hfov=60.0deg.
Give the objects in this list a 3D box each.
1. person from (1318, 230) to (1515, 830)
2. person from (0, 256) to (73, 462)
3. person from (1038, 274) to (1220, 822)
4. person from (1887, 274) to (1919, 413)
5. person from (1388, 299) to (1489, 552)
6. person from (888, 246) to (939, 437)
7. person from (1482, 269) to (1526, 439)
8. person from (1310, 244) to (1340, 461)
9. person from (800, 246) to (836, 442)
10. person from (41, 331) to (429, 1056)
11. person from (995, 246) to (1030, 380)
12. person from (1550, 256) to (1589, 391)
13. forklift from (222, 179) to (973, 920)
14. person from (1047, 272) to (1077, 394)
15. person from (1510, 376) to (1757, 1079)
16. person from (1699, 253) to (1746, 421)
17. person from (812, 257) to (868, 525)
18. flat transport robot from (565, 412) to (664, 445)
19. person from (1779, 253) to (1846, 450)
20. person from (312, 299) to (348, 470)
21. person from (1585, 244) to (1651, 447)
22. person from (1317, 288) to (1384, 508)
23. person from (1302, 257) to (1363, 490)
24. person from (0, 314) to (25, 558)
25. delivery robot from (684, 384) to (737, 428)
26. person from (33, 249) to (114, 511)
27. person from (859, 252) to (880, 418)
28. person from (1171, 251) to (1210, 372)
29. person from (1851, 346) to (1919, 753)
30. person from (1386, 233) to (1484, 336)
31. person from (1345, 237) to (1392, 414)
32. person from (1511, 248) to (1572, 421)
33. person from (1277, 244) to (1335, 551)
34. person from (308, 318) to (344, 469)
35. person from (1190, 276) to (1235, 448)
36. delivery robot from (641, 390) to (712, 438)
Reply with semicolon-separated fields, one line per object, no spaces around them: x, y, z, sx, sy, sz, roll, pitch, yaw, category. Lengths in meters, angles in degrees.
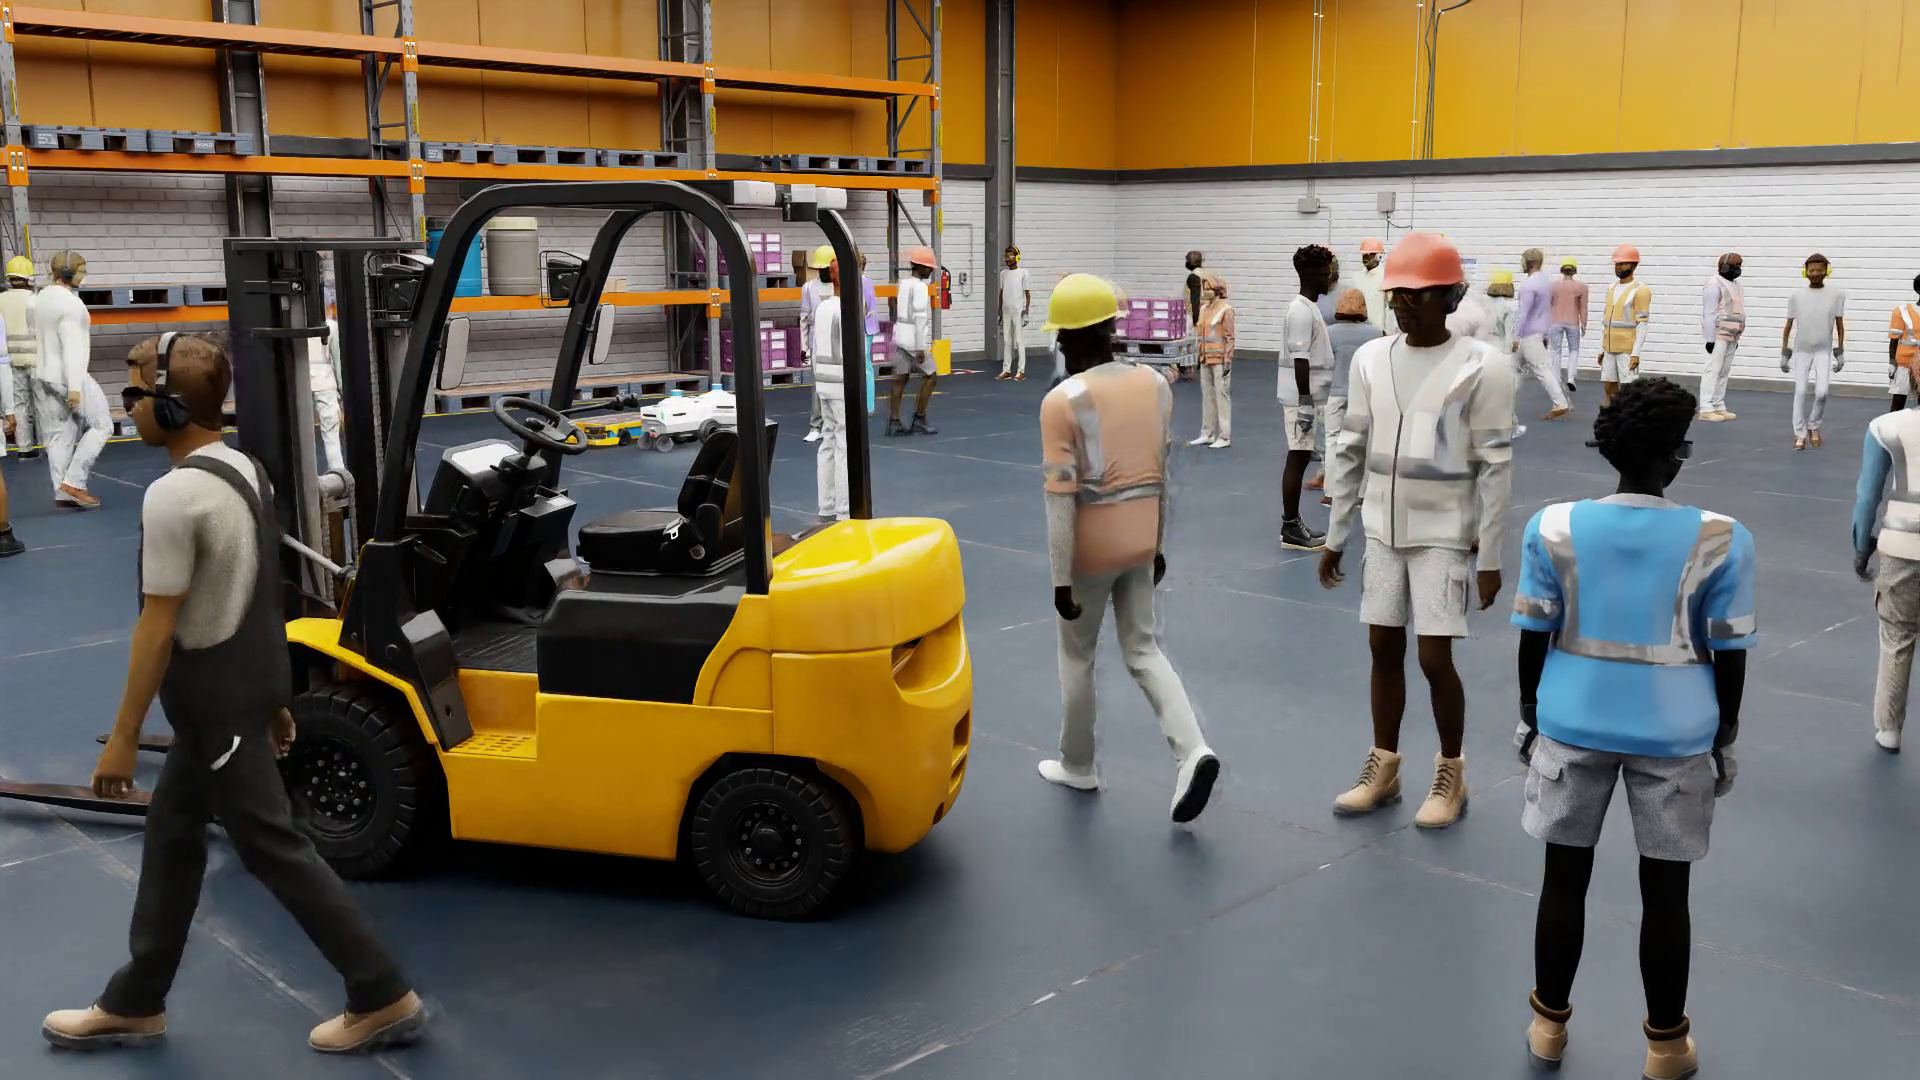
1.547;-0.024;5.686;0.400;2.042;0.623;-9;14;-40;person
-8.312;-1.611;14.887;0.586;1.837;0.403;1;10;6;person
0.560;0.031;5.777;0.612;1.894;0.829;-7;13;-35;person
8.703;-1.584;15.113;0.535;1.700;0.318;2;11;12;person
3.136;-0.867;10.753;0.776;1.870;0.471;7;12;33;person
-0.442;-1.984;16.723;0.669;1.900;0.694;-6;12;-28;person
5.266;-1.811;16.367;0.925;1.693;0.502;-8;13;-38;person
3.207;-1.683;14.999;0.369;1.939;0.542;2;11;10;person
-1.291;-1.909;16.295;0.585;1.917;0.382;2;11;12;person
-1.785;0.401;4.029;0.957;1.805;0.533;-1;10;-7;person
0.738;-3.171;23.304;0.538;1.869;0.313;8;13;36;person
7.816;-2.785;21.505;0.545;1.759;0.358;3;11;18;person
-1.114;-0.058;5.440;2.313;2.155;1.214;2;11;13;forklift
1.206;-2.212;18.750;0.509;1.617;0.609;-4;11;-20;person
1.584;0.460;3.965;0.538;1.698;0.320;6;12;28;person
8.358;-2.218;18.217;0.619;1.835;0.429;-9;13;-39;person
-0.805;-0.986;11.345;0.337;1.883;0.584;-6;12;-30;person
-3.316;-1.114;16.448;0.652;0.197;1.431;7;12;33;flat transport robot
8.012;-1.759;15.644;0.557;1.852;0.412;6;12;28;person
-5.394;-1.460;13.694;1.094;1.977;0.624;-3;11;-14;person
6.238;-1.816;15.719;0.352;1.942;0.545;-4;11;-20;person
2.889;-1.052;12.390;0.507;1.631;0.266;2;11;10;person
2.962;-1.318;13.157;0.590;1.887;0.659;-4;11;-20;person
-6.218;-0.840;10.411;0.552;1.932;0.377;-4;11;-19;person
-2.397;-1.301;16.436;0.707;0.478;0.477;1;10;6;delivery robot
-6.509;-1.153;12.186;0.645;1.920;0.447;8;13;36;person
-1.084;-2.266;18.435;0.373;1.843;0.572;1;10;7;person
3.508;-3.348;24.480;0.956;1.802;0.644;4;11;22;person
3.702;0.058;6.343;0.563;1.626;0.497;7;13;34;person
3.259;-1.117;11.633;0.682;2.000;0.538;-1;10;-4;person
4.528;-2.334;18.396;0.381;1.993;0.619;-8;13;-37;person
6.295;-2.251;18.241;1.005;1.896;0.645;7;12;33;person
2.241;-0.923;10.782;0.368;1.966;0.603;2;11;11;person
-5.048;-1.158;12.955;0.512;1.639;0.312;-3;11;-17;person
2.430;-1.689;15.884;0.338;1.643;0.524;-5;12;-26;person
-2.693;-1.184;15.797;0.477;0.478;0.707;8;13;35;delivery robot
